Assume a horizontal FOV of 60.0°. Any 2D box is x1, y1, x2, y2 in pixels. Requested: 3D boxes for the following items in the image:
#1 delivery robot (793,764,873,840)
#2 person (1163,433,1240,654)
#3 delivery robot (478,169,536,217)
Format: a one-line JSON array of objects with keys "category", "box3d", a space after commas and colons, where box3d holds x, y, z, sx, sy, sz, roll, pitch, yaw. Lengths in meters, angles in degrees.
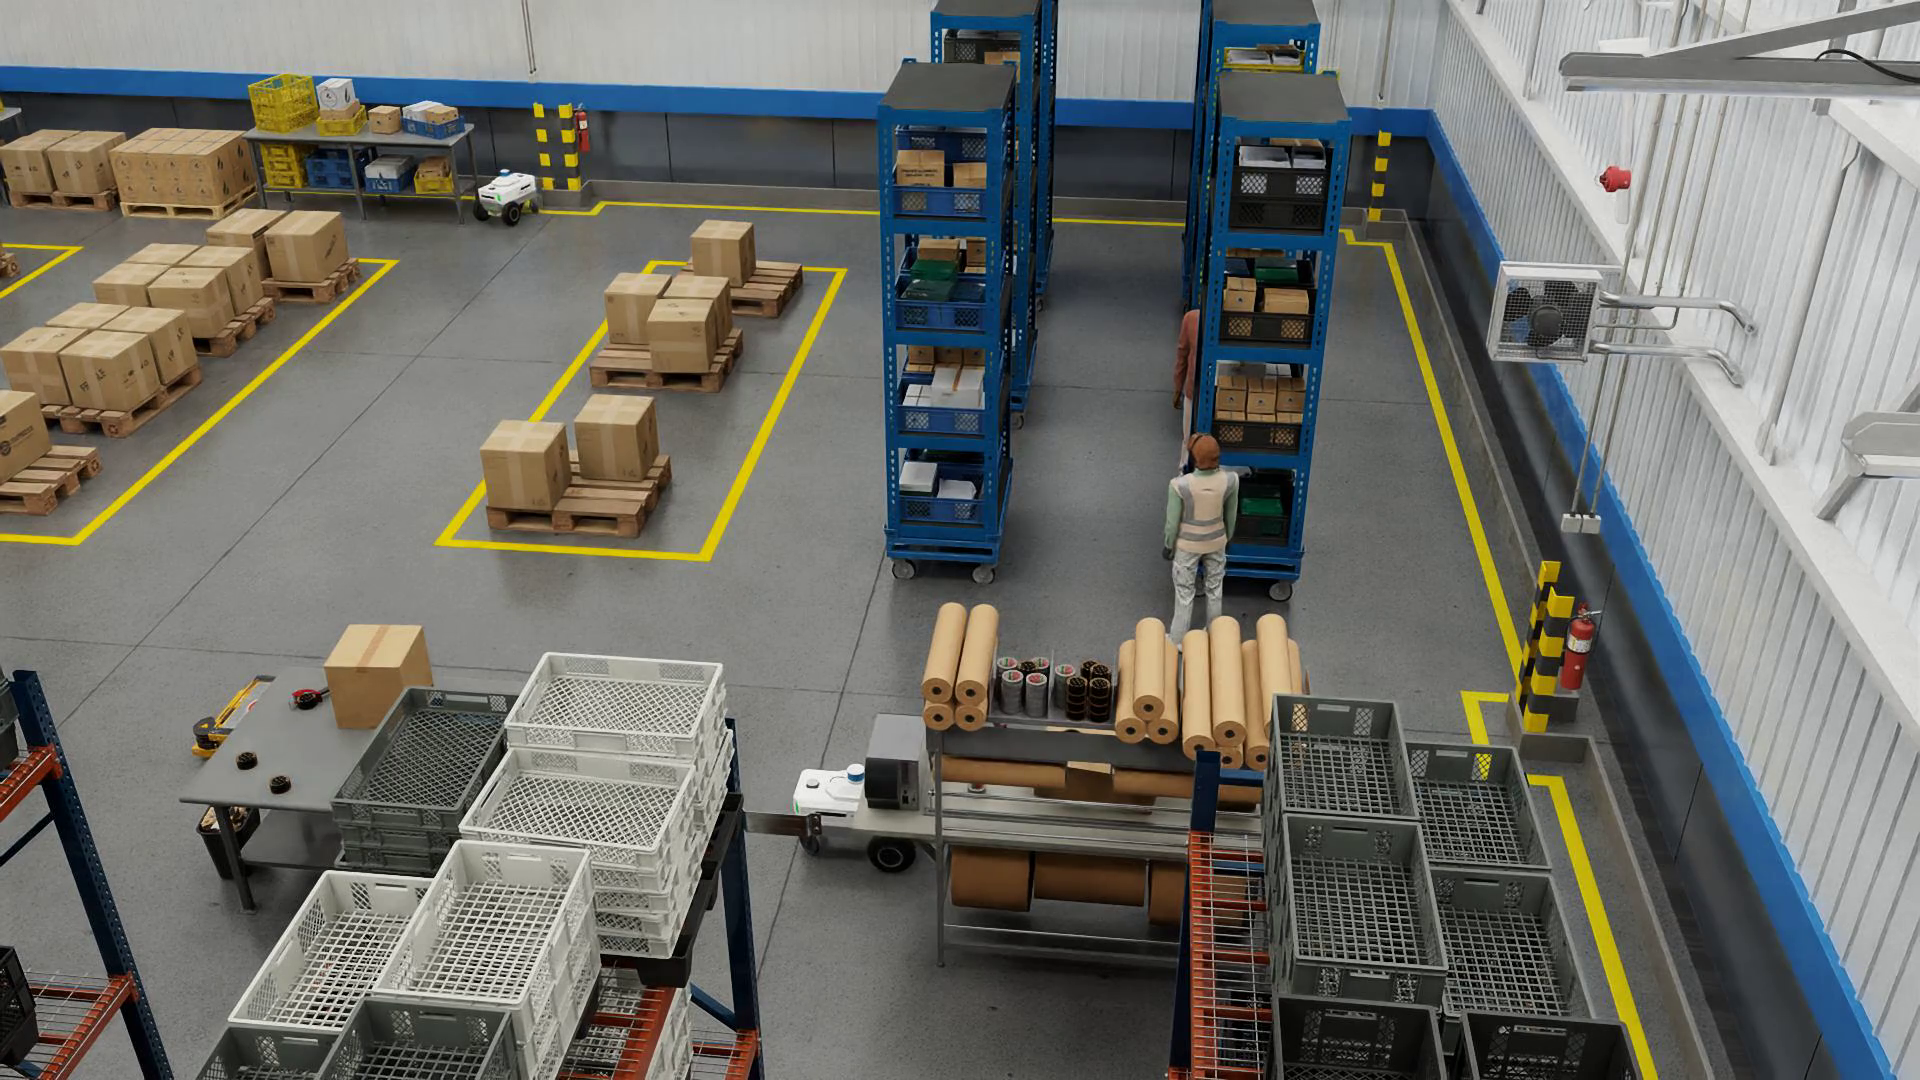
[{"category": "delivery robot", "box3d": [-0.600, 1.521, 9.663, 0.707, 0.478, 0.477, 4, 31, 7]}, {"category": "person", "box3d": [1.617, 0.030, 11.243, 0.511, 1.639, 0.308, -8, 31, -13]}, {"category": "delivery robot", "box3d": [-5.229, -4.035, 19.207, 0.477, 0.478, 0.707, 13, 33, 21]}]
